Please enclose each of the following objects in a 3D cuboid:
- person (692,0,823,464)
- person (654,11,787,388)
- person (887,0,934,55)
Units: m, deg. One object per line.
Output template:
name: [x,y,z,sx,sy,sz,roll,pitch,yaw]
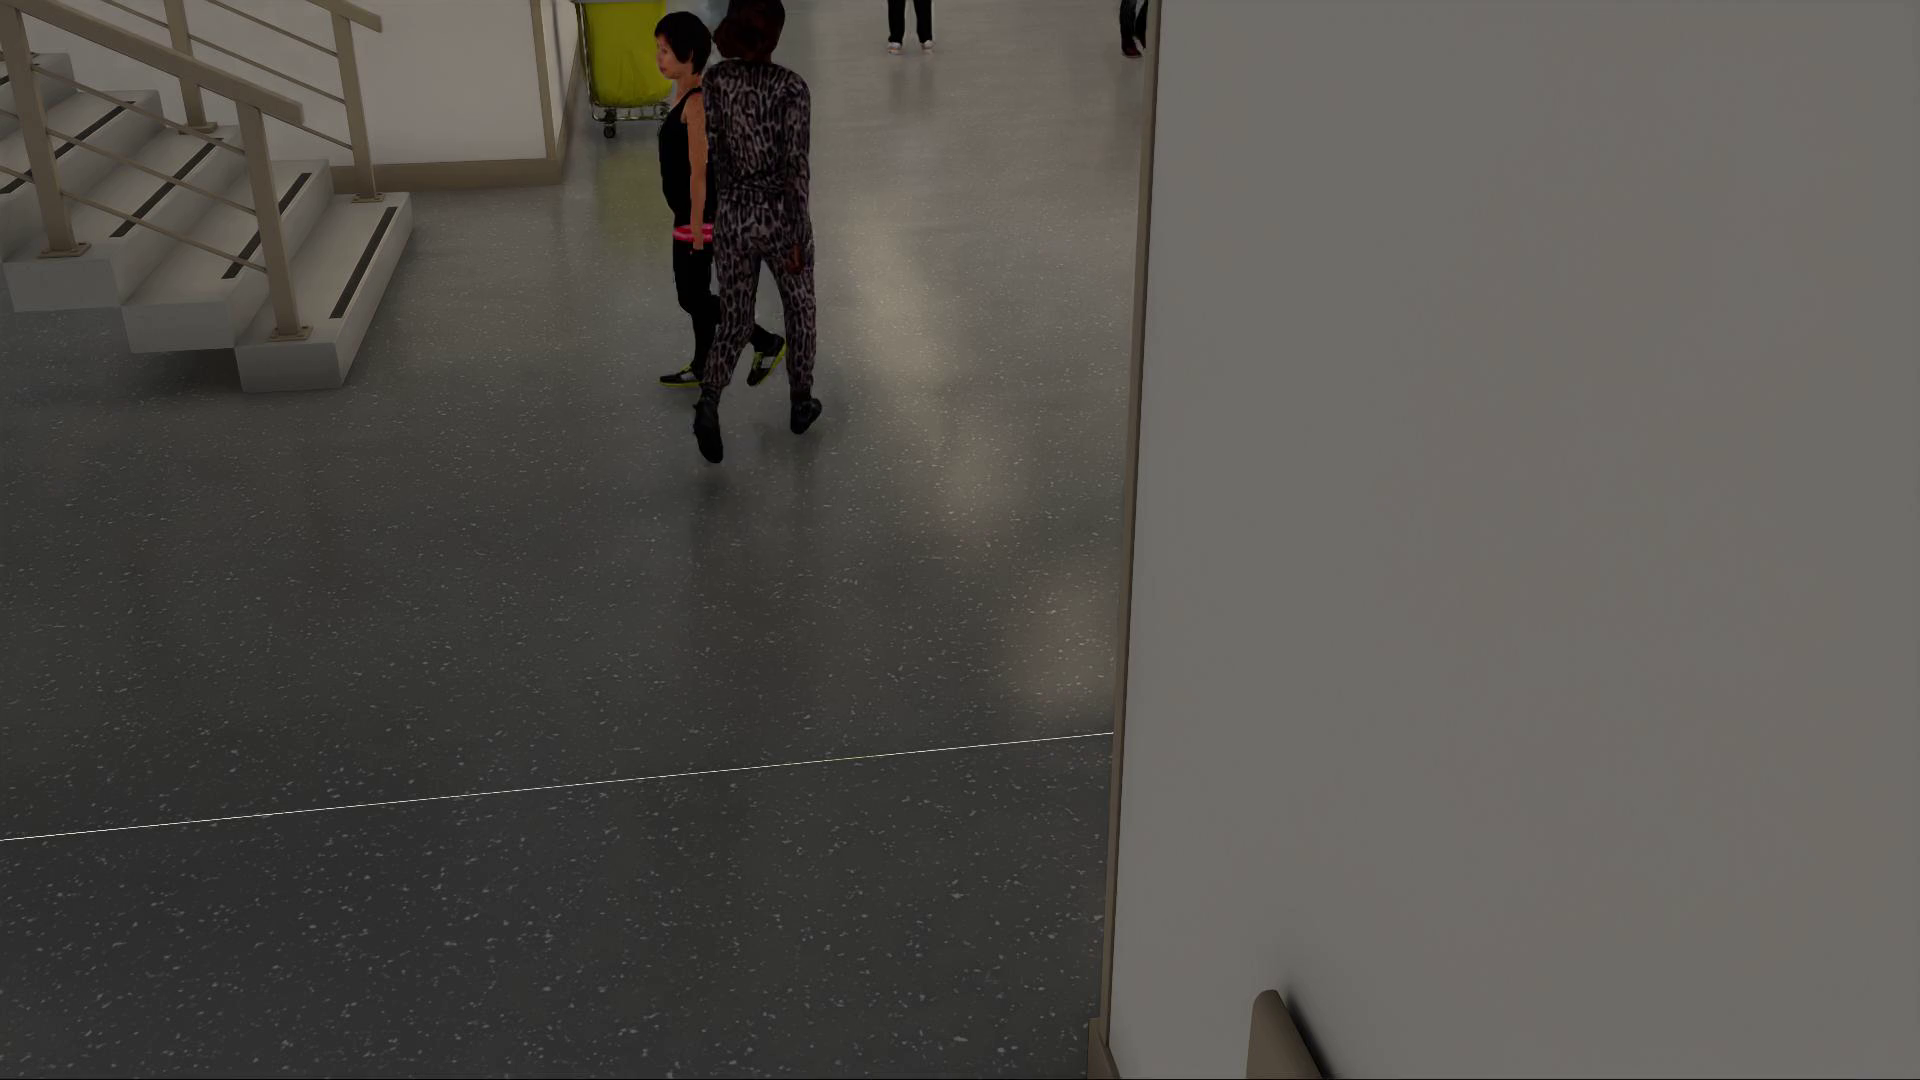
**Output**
person: [-0.761,-1.091,6.005,1.093,1.693,0.962,8,27,16]
person: [-0.970,-1.303,6.619,0.796,1.540,0.595,-1,26,-2]
person: [-0.447,-5.031,14.189,0.559,1.680,0.711,-6,26,-12]
